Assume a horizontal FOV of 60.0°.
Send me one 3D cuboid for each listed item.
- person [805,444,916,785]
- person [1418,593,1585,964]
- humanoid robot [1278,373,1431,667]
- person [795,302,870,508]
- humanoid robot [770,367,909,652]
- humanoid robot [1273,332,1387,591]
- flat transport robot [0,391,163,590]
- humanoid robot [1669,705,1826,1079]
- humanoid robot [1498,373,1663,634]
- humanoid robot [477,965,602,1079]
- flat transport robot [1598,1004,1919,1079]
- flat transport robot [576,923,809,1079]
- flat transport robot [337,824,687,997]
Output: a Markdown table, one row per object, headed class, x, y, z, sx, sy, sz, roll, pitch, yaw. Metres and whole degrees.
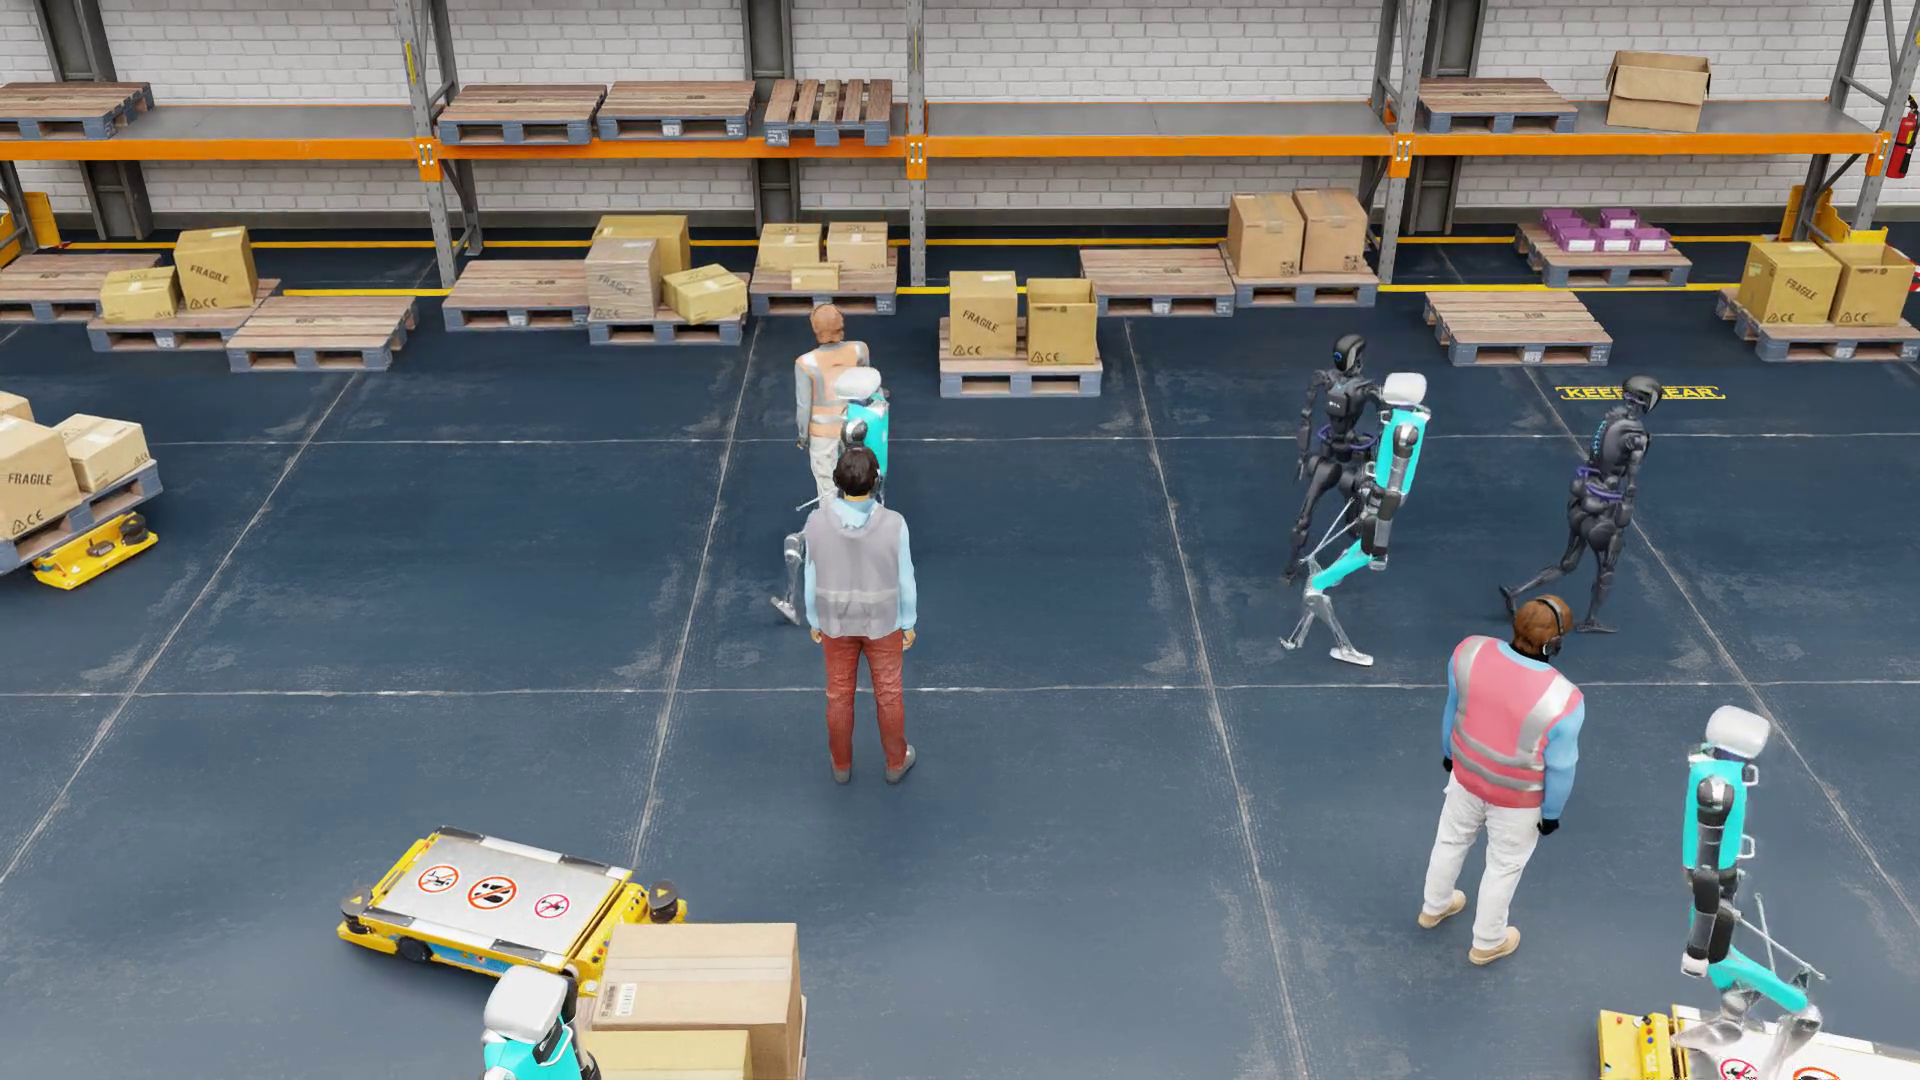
| class | x | y | z | sx | sy | sz | roll | pitch | yaw |
| --- | --- | --- | --- | --- | --- | --- | --- | --- | --- |
| person | -0.485 | 0.406 | 8.171 | 0.541 | 1.877 | 0.410 | 2 | 31 | 3 |
| person | 2.348 | 1.024 | 7.195 | 0.431 | 1.836 | 0.628 | -24 | 38 | -34 |
| humanoid robot | 2.091 | -0.052 | 9.169 | 0.769 | 1.892 | 0.557 | 7 | 32 | 12 |
| person | -0.766 | -0.682 | 10.214 | 0.512 | 1.638 | 0.310 | -17 | 35 | -26 |
| humanoid robot | -0.782 | -0.161 | 9.295 | 1.018 | 1.778 | 0.531 | 8 | 32 | 13 |
| humanoid robot | 2.287 | -0.468 | 9.896 | 0.600 | 1.632 | 0.767 | 25 | 39 | 35 |
| flat transport robot | -5.858 | -0.073 | 10.532 | 1.431 | 0.231 | 0.659 | 15 | 34 | 23 |
| humanoid robot | 3.158 | 1.511 | 6.485 | 0.905 | 1.759 | 0.621 | 14 | 34 | 22 |
| humanoid robot | 3.517 | -0.185 | 9.383 | 0.680 | 1.623 | 0.611 | -1 | 31 | -1 |
| humanoid robot | -1.093 | 2.082 | 5.385 | 0.735 | 1.681 | 0.533 | 7 | 32 | 11 |
| flat transport robot | 3.333 | 2.258 | 6.652 | 1.431 | 0.231 | 0.659 | 8 | 32 | 13 |
| flat transport robot | -1.121 | 2.429 | 6.367 | 1.431 | 0.231 | 0.659 | 0 | 31 | -1 |
| flat transport robot | -2.039 | 1.702 | 7.578 | 1.431 | 0.231 | 0.659 | 10 | 32 | 16 |
